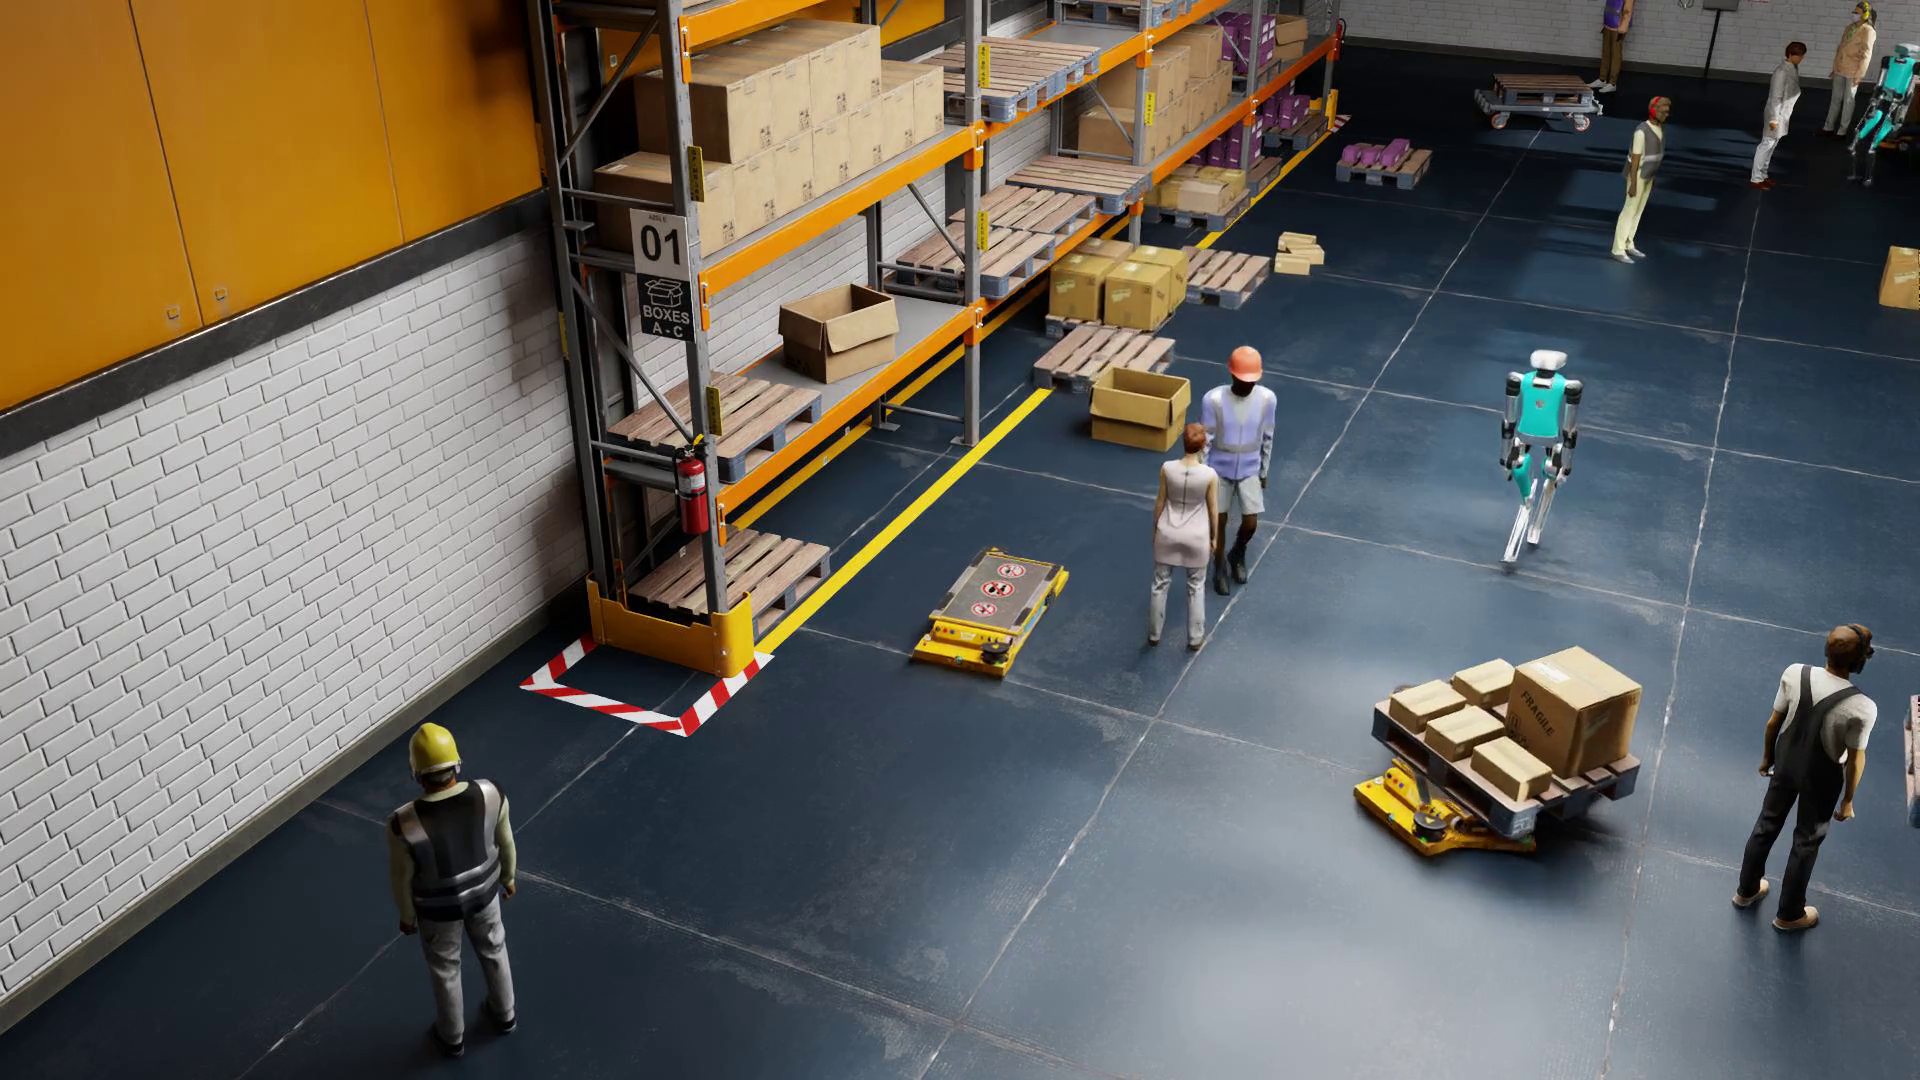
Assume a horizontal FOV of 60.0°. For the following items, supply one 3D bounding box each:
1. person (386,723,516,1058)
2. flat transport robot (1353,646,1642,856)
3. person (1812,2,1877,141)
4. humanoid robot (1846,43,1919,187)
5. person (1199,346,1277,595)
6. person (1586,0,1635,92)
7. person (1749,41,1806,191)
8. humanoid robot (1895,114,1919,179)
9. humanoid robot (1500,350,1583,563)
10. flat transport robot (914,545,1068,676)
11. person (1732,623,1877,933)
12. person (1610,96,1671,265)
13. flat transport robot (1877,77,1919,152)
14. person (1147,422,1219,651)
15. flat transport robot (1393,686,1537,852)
[{"bbox_3d":[-2.413,1.680,7.985,0.597,1.818,0.403,-21,35,-34],"label":"person"},{"bbox_3d":[3.153,1.457,10.027,1.431,0.231,0.659,-14,31,-24],"label":"flat transport robot"},{"bbox_3d":[12.367,-6.517,23.122,0.407,1.876,0.564,-7,29,-13],"label":"person"},{"bbox_3d":[11.684,-5.402,21.166,0.729,1.740,0.531,-16,32,-27],"label":"humanoid robot"},{"bbox_3d":[1.960,-0.493,11.902,0.557,1.921,0.410,-1,28,-1],"label":"person"},{"bbox_3d":[10.120,-7.912,25.648,0.409,1.933,0.532,-5,29,-10],"label":"person"},{"bbox_3d":[10.361,-5.371,21.046,0.366,1.830,0.500,22,36,35],"label":"person"},{"bbox_3d":[12.538,-5.480,21.404,0.386,1.654,0.615,-2,28,-3],"label":"humanoid robot"},{"bbox_3d":[4.309,-0.652,12.395,0.558,1.733,1.023,14,31,24],"label":"humanoid robot"},{"bbox_3d":[0.246,0.481,11.837,0.659,0.231,1.431,10,30,19],"label":"flat transport robot"},{"bbox_3d":[4.469,1.246,8.757,0.330,1.844,0.513,-17,33,-29],"label":"person"},{"bbox_3d":[7.577,-4.024,18.529,0.372,1.842,0.568,23,36,36],"label":"person"},{"bbox_3d":[13.385,-5.443,22.820,1.431,0.231,0.659,22,35,35],"label":"flat transport robot"},{"bbox_3d":[1.527,-0.015,11.300,0.439,1.646,0.325,9,29,15],"label":"person"},{"bbox_3d":[3.051,1.381,10.168,0.659,0.231,1.431,3,28,5],"label":"flat transport robot"}]
